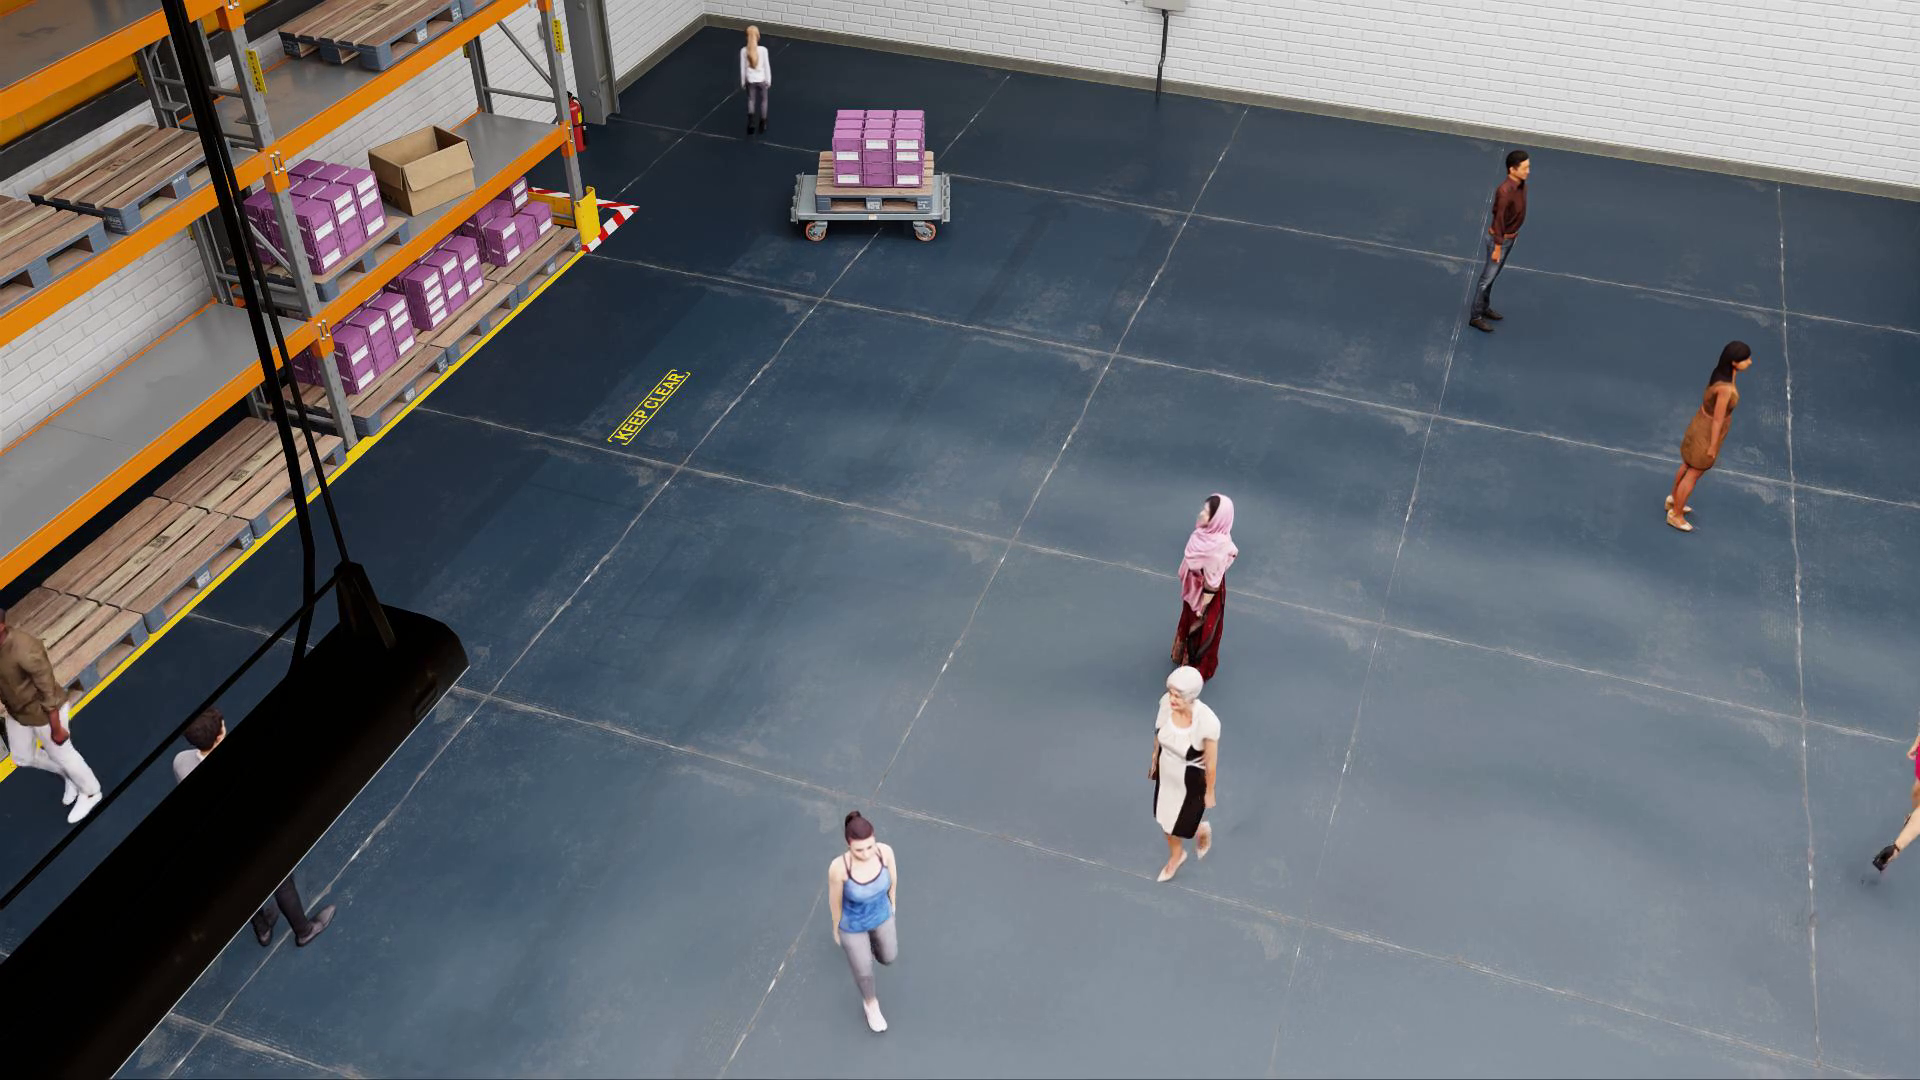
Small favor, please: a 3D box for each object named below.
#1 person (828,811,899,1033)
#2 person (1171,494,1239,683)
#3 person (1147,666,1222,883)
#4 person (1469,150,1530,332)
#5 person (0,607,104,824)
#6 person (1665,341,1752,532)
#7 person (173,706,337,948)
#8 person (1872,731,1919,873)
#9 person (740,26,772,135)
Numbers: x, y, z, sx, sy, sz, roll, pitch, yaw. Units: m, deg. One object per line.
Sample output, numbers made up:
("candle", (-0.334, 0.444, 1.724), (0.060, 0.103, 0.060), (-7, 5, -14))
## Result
("person", (-0.562, 2.130, 9.519), (0.856, 1.597, 0.924), (-15, 41, -18))
("person", (1.728, 0.341, 11.728), (0.801, 1.636, 0.665), (0, 39, 0))
("person", (1.439, 1.431, 10.284), (0.905, 1.734, 0.820), (-31, 48, -33))
("person", (5.056, -2.820, 15.569), (0.751, 1.782, 0.546), (23, 44, 26))
("person", (-5.885, 1.046, 10.704), (0.738, 1.812, 0.620), (14, 41, 17))
("person", (5.917, -0.844, 13.170), (0.631, 1.688, 0.447), (11, 40, 14))
("person", (-4.203, 1.712, 9.781), (0.783, 1.924, 0.697), (6, 39, 7))
("person", (6.108, 1.391, 10.363), (1.095, 1.697, 0.908), (-26, 46, -29))
("person", (-2.330, -5.210, 18.975), (0.603, 1.266, 0.724), (1, 39, 1))
